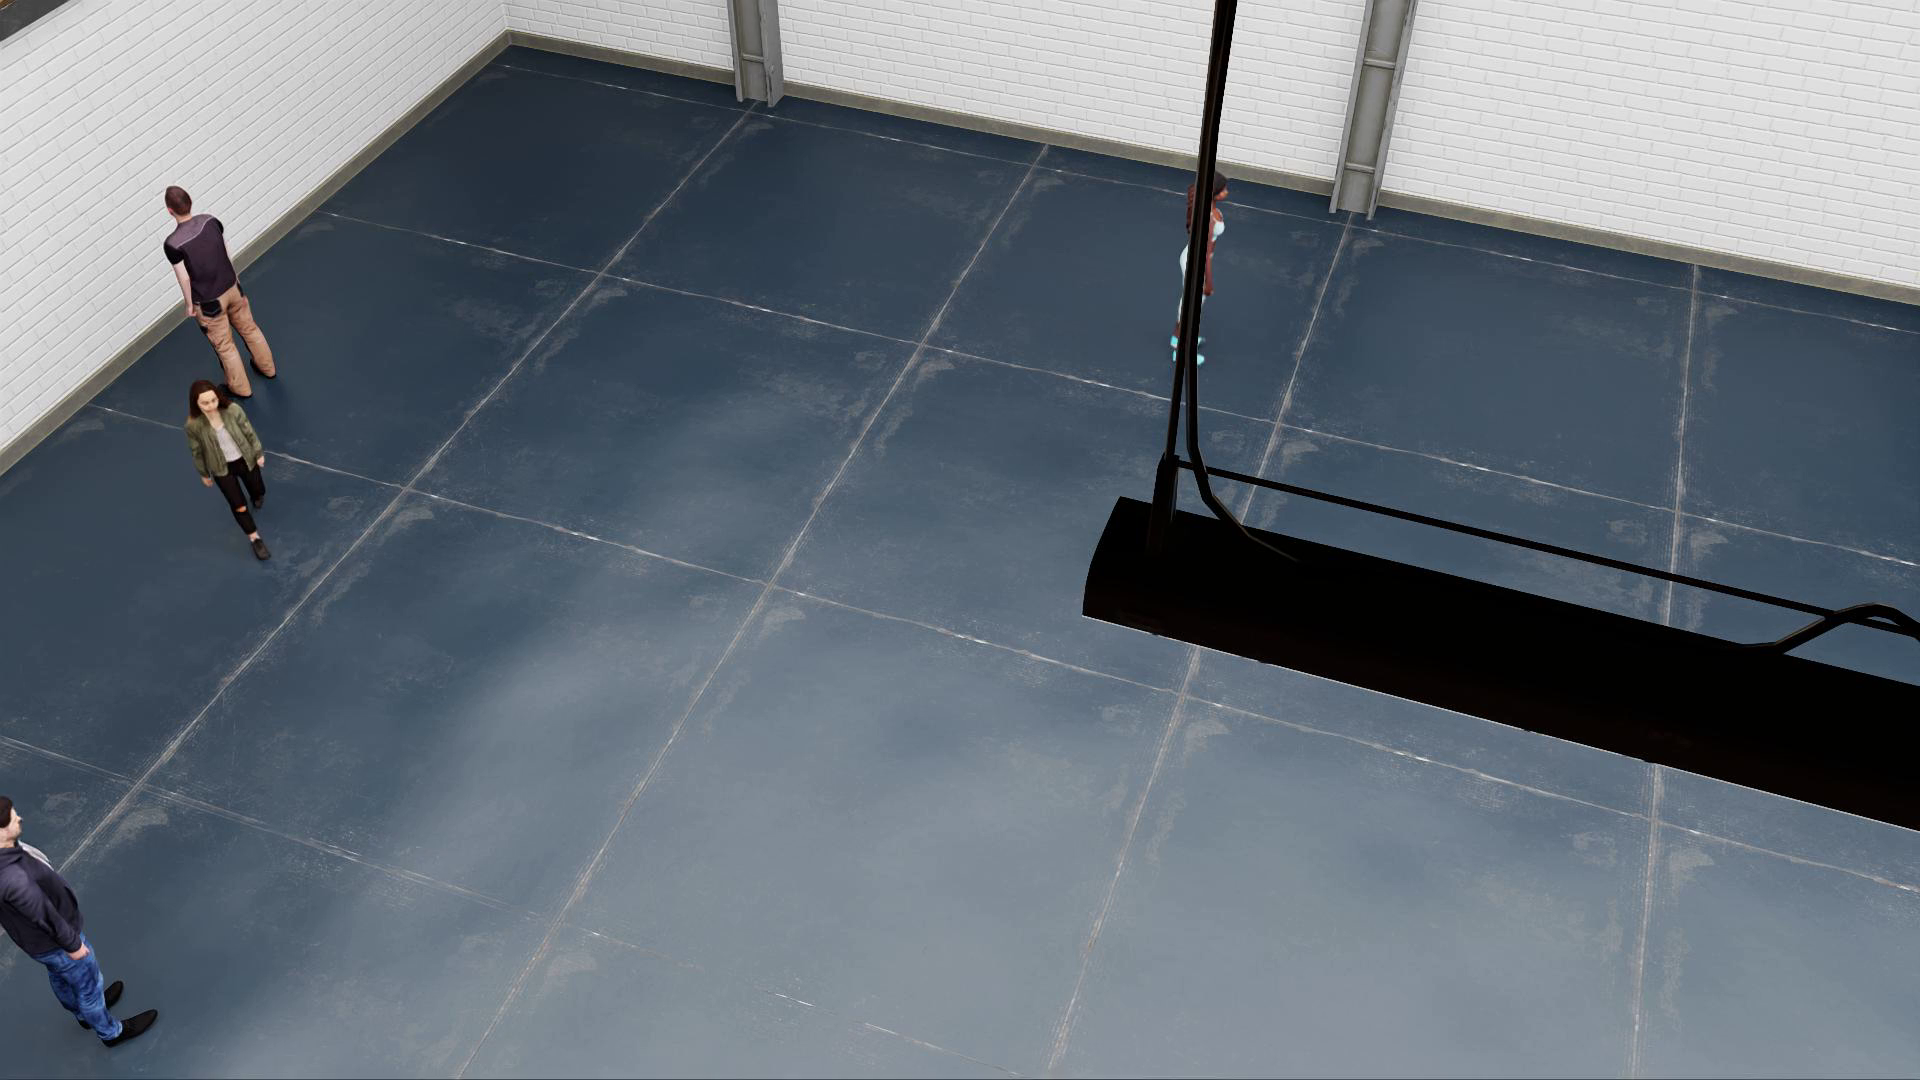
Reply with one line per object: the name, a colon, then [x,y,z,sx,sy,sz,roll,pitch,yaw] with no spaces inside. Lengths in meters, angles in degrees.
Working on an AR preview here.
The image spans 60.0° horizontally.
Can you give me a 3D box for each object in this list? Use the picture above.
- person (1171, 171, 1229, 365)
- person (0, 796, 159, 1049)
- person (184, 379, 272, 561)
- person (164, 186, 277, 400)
person: [1.867,-2.155,13.118,0.646,1.719,0.645,-3,44,-4]
person: [-4.743,2.014,8.619,0.607,1.889,0.790,26,50,25]
person: [-5.110,-0.571,11.644,0.893,1.460,0.989,-23,48,-22]
person: [-5.726,-1.912,12.775,0.635,1.841,0.717,21,47,20]
